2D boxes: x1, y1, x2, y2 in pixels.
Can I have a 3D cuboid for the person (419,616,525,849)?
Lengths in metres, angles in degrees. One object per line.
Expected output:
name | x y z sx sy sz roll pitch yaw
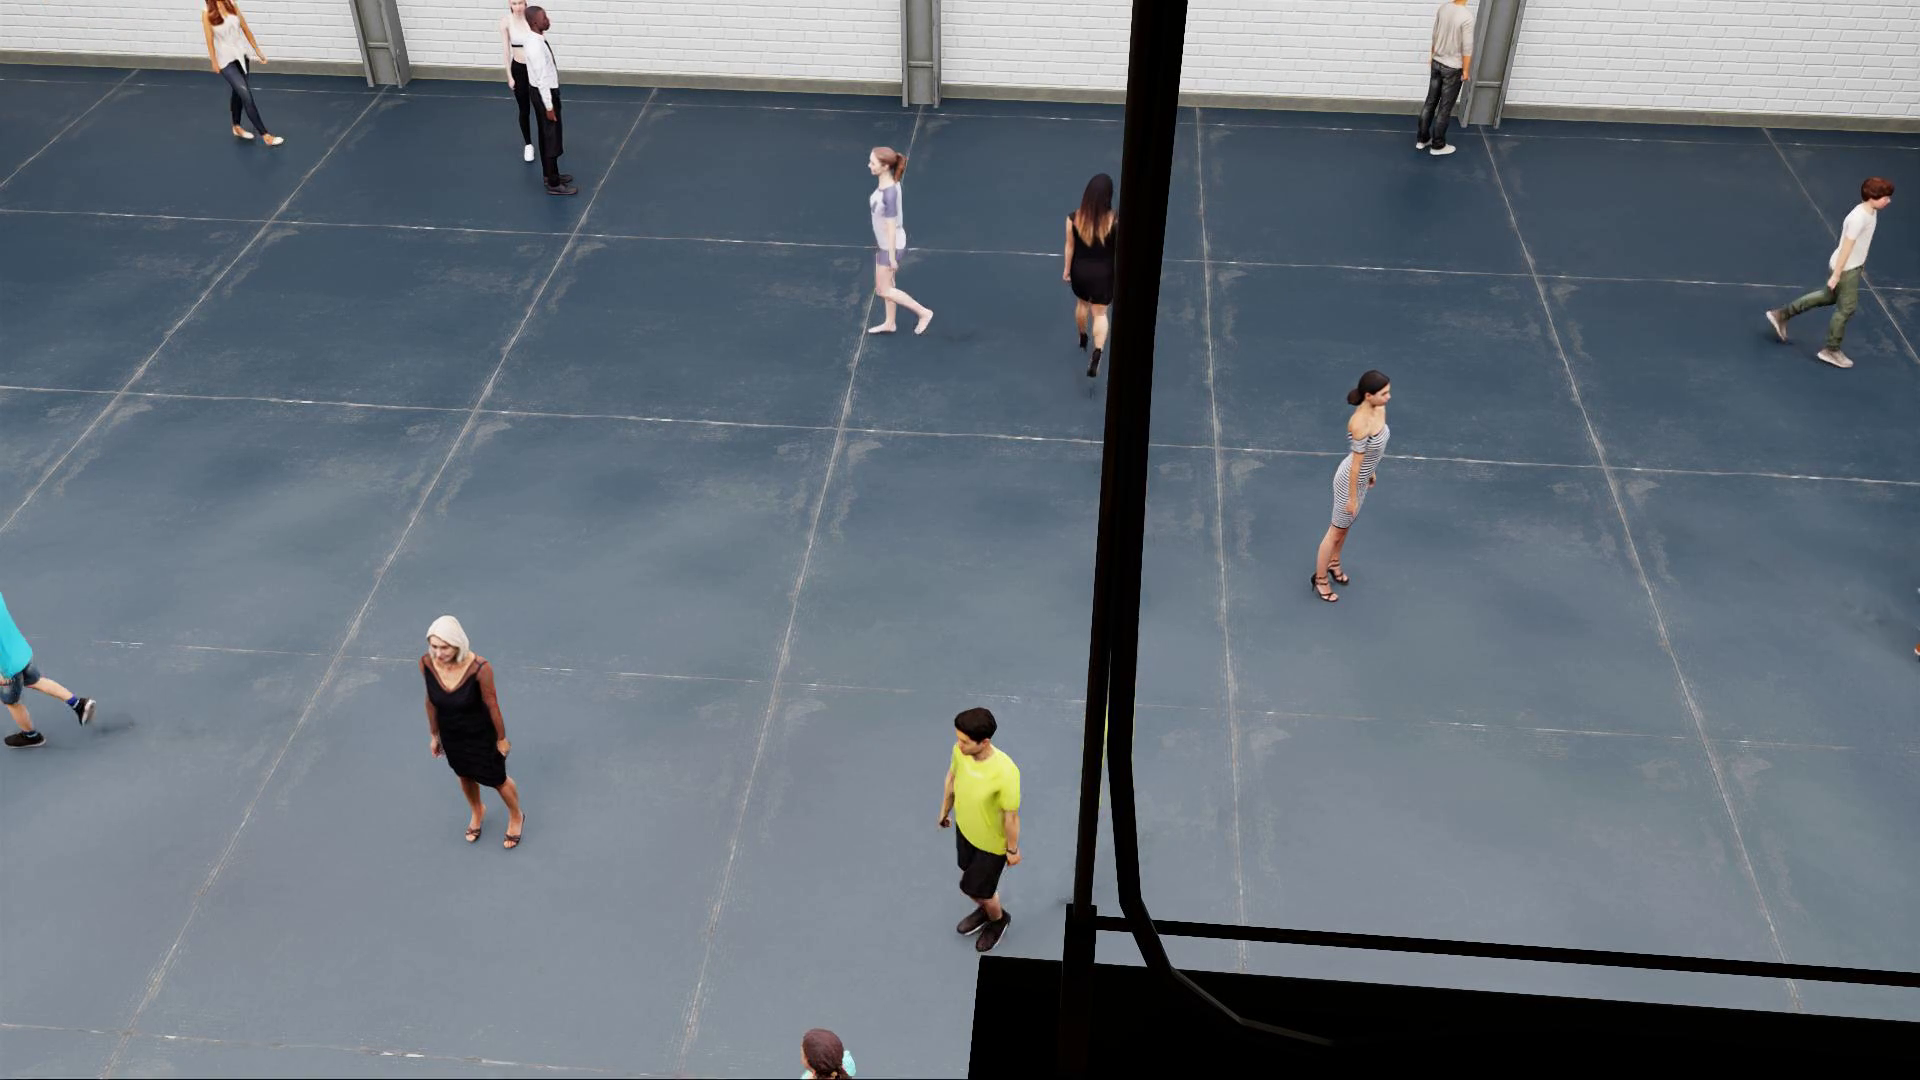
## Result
person | -2.783 1.085 9.465 0.510 1.741 0.679 10 40 13

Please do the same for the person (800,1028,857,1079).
person | -0.545 2.755 7.538 1.079 1.537 0.822 19 42 22

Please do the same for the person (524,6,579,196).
person | -4.015 -4.260 16.083 0.679 1.835 0.711 -12 40 -15

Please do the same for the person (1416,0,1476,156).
person | 4.912 -4.788 16.763 0.751 1.811 0.731 -21 43 -25

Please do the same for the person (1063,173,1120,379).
person | 1.086 -2.107 13.505 0.950 1.687 0.695 4 39 4

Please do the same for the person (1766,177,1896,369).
person | 7.233 -2.268 13.751 1.101 1.632 0.913 24 45 27

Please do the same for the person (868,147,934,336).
person | -0.502 -2.471 13.908 0.810 1.753 0.621 -1 39 -1

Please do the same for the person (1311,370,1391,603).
person | 2.640 -0.372 11.229 0.660 1.816 0.662 19 42 23

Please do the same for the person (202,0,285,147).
person | -7.469 -4.891 16.940 1.069 1.751 0.800 16 41 19

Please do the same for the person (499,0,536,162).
person | -4.336 -4.684 16.690 0.611 1.740 0.727 -15 41 -18

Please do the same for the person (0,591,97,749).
person | -5.772 0.698 10.192 0.825 1.439 0.576 -1 39 -2

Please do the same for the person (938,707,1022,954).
person | 0.186 1.506 8.972 0.827 1.699 0.770 -27 46 -30
